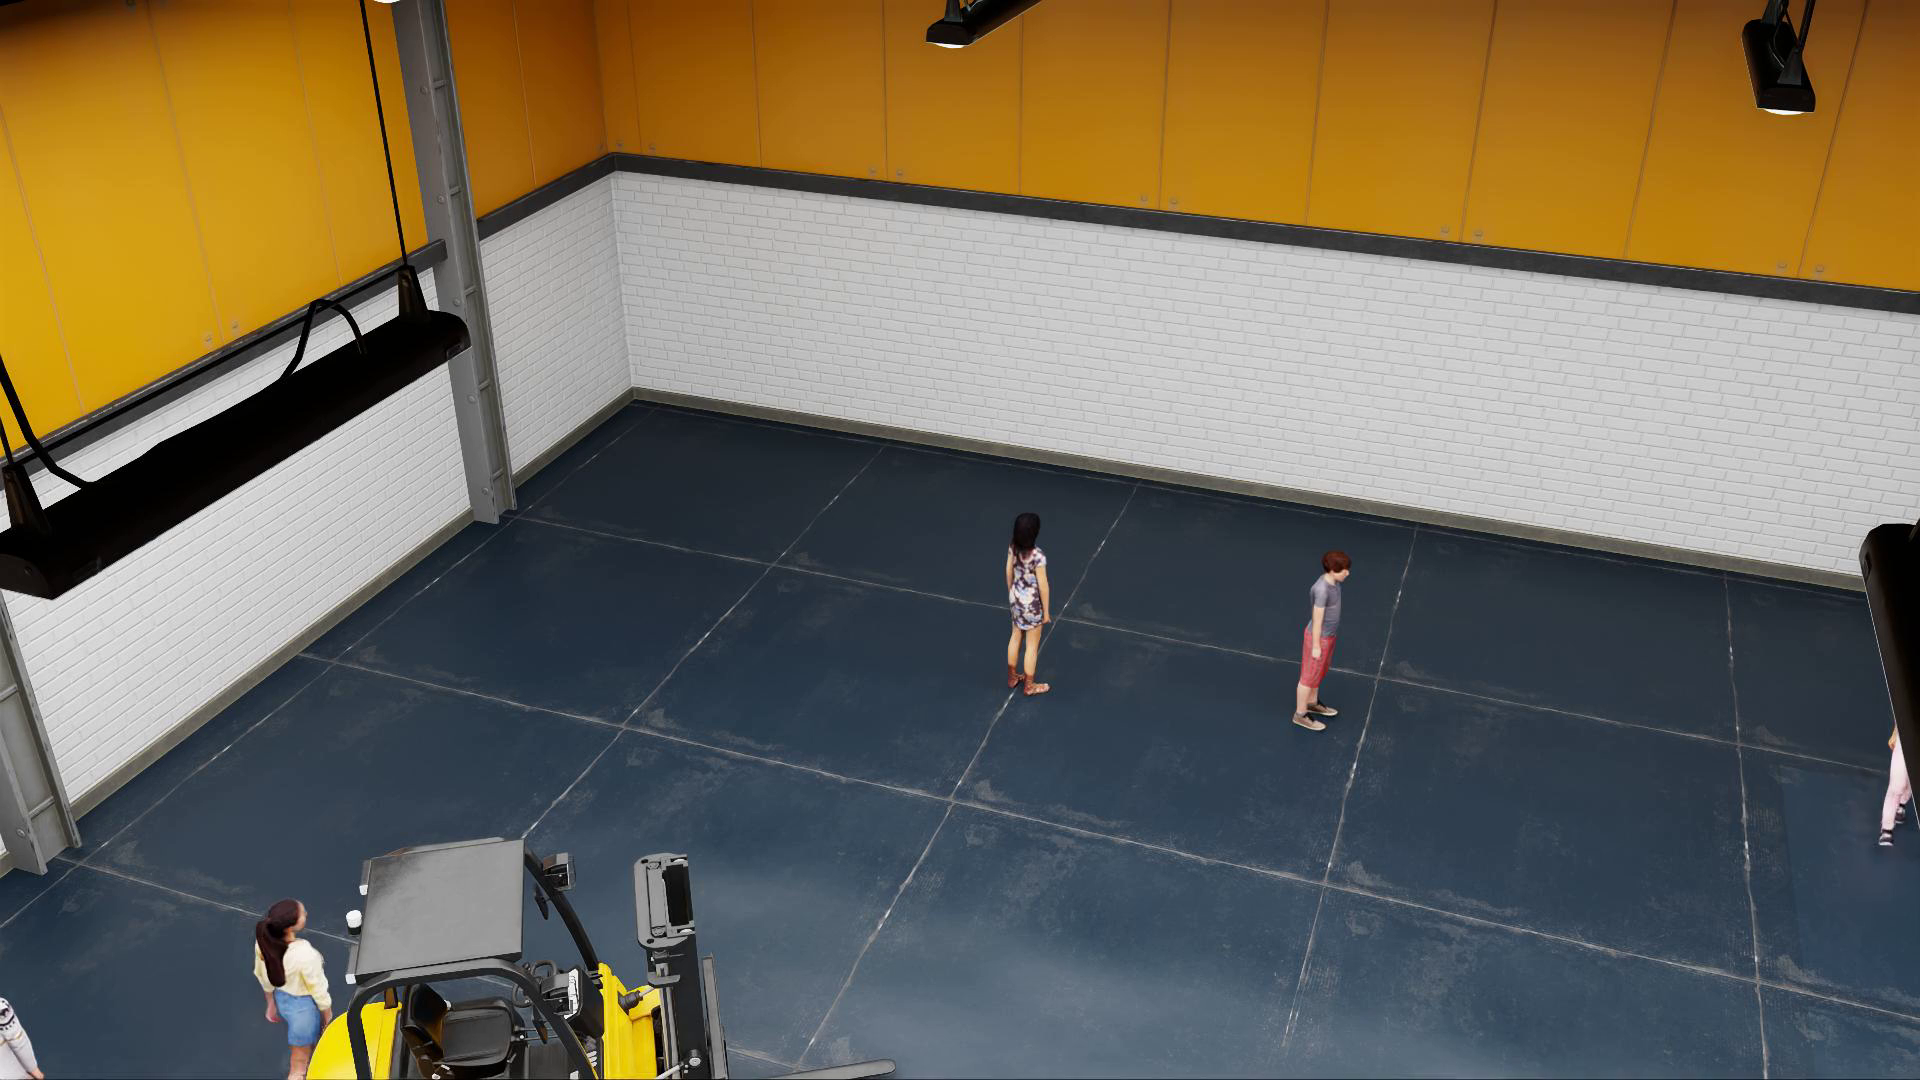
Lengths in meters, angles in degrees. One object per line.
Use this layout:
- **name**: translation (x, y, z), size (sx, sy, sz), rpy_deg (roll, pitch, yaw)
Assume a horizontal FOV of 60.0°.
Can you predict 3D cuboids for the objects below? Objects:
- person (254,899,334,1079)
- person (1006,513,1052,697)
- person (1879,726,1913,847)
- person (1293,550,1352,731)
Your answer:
- **person**: translation (-4.072, 2.932, 10.159), size (0.685, 1.587, 1.134), rpy_deg (11, 30, 19)
- **person**: translation (0.572, 0.543, 14.386), size (0.661, 1.732, 0.672), rpy_deg (-23, 36, -36)
- **person**: translation (7.322, 1.577, 12.719), size (0.590, 1.515, 1.040), rpy_deg (13, 31, 22)
- **person**: translation (3.024, 0.809, 13.986), size (0.671, 1.649, 0.527), rpy_deg (16, 32, 27)
